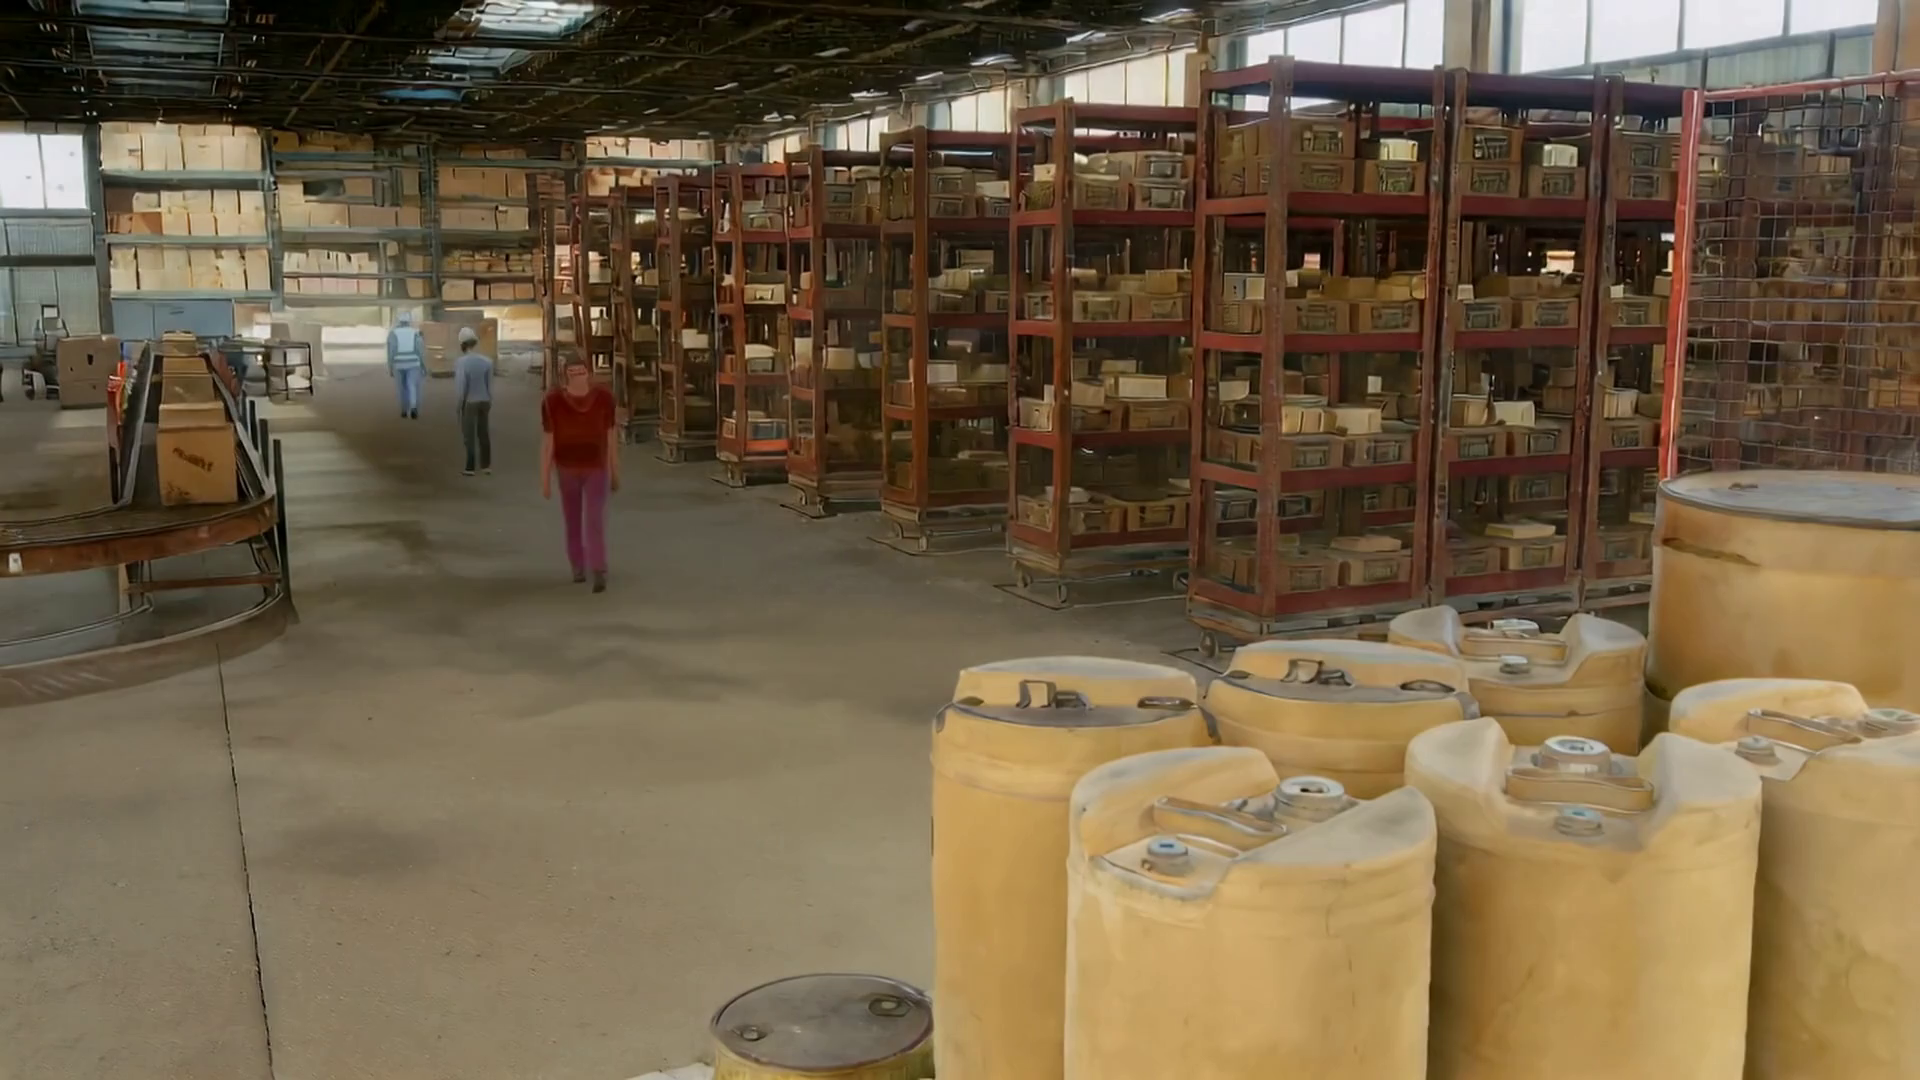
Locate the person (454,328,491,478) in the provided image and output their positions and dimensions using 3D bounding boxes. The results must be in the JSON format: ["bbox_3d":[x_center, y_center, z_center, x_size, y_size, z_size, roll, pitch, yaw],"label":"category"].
[{"bbox_3d":[-5.704,-1.597,19.522,0.300,1.749,0.566,5,10,28],"label":"person"}]

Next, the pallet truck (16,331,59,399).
[{"bbox_3d":[-17.082,-3.353,31.781,1.630,1.274,0.653,-4,10,-25],"label":"pallet truck"}]

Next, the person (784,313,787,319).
[{"bbox_3d":[-4.909,-6.403,48.751,0.637,1.932,0.615,-4,10,-21],"label":"person"}]

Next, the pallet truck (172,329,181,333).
[{"bbox_3d":[-17.275,-3.851,35.096,1.601,1.201,0.680,0,9,1],"label":"pallet truck"}]

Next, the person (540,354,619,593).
[{"bbox_3d":[-2.883,-0.513,12.636,0.591,1.793,0.989,-3,10,-17],"label":"person"}]

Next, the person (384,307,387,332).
[{"bbox_3d":[-20.791,-8.298,60.823,0.762,1.820,0.597,-4,10,-23],"label":"person"}]

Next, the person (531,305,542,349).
[{"bbox_3d":[-12.645,-6.475,49.534,0.403,1.823,0.588,0,9,3],"label":"person"}]

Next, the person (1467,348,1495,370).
[{"bbox_3d":[5.656,-1.523,18.280,0.401,1.989,0.623,7,12,38],"label":"person"}]

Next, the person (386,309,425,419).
[{"bbox_3d":[-9.067,-2.871,27.238,0.594,1.811,0.820,-3,10,-21],"label":"person"}]

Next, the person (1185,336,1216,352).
[{"bbox_3d":[3.344,-2.407,23.608,0.609,2.044,0.397,-5,10,-27],"label":"person"}]
